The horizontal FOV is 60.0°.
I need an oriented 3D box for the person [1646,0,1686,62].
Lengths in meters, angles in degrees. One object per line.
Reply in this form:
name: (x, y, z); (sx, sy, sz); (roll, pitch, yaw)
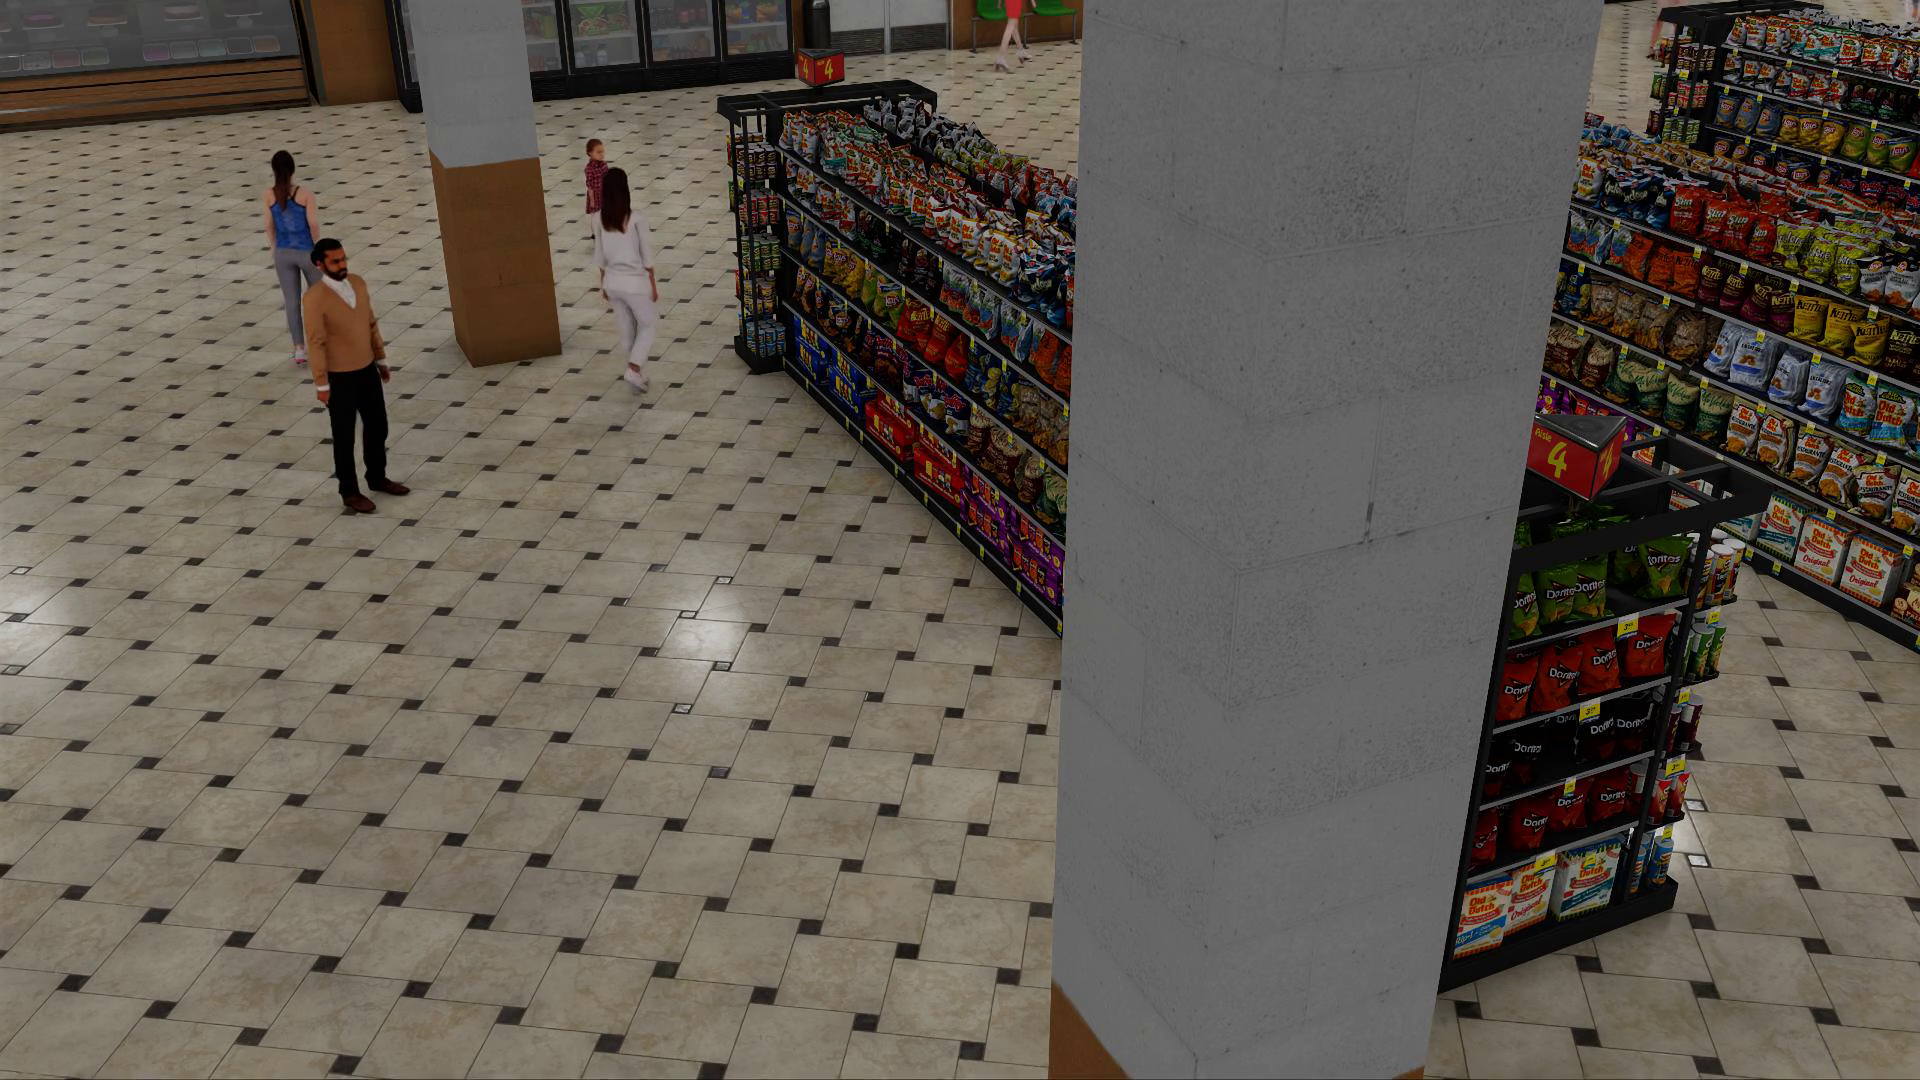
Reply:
person: (10.021, -7.609, 23.286); (0.796, 1.770, 1.019); (-14, 30, -26)

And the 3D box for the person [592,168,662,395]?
person: (-2.401, -1.814, 11.958); (0.814, 1.680, 0.884); (6, 28, 13)

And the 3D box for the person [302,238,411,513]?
person: (-3.805, -1.044, 10.368); (0.793, 1.745, 0.756); (11, 29, 21)

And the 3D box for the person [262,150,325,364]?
person: (-5.071, -2.124, 12.690); (0.747, 1.572, 1.107); (-5, 27, -10)

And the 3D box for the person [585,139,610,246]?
person: (-3.359, -3.229, 15.478); (0.531, 1.021, 0.490); (18, 32, 32)

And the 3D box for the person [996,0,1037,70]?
person: (0.671, -7.326, 22.711); (0.821, 1.785, 1.003); (-21, 34, -35)
